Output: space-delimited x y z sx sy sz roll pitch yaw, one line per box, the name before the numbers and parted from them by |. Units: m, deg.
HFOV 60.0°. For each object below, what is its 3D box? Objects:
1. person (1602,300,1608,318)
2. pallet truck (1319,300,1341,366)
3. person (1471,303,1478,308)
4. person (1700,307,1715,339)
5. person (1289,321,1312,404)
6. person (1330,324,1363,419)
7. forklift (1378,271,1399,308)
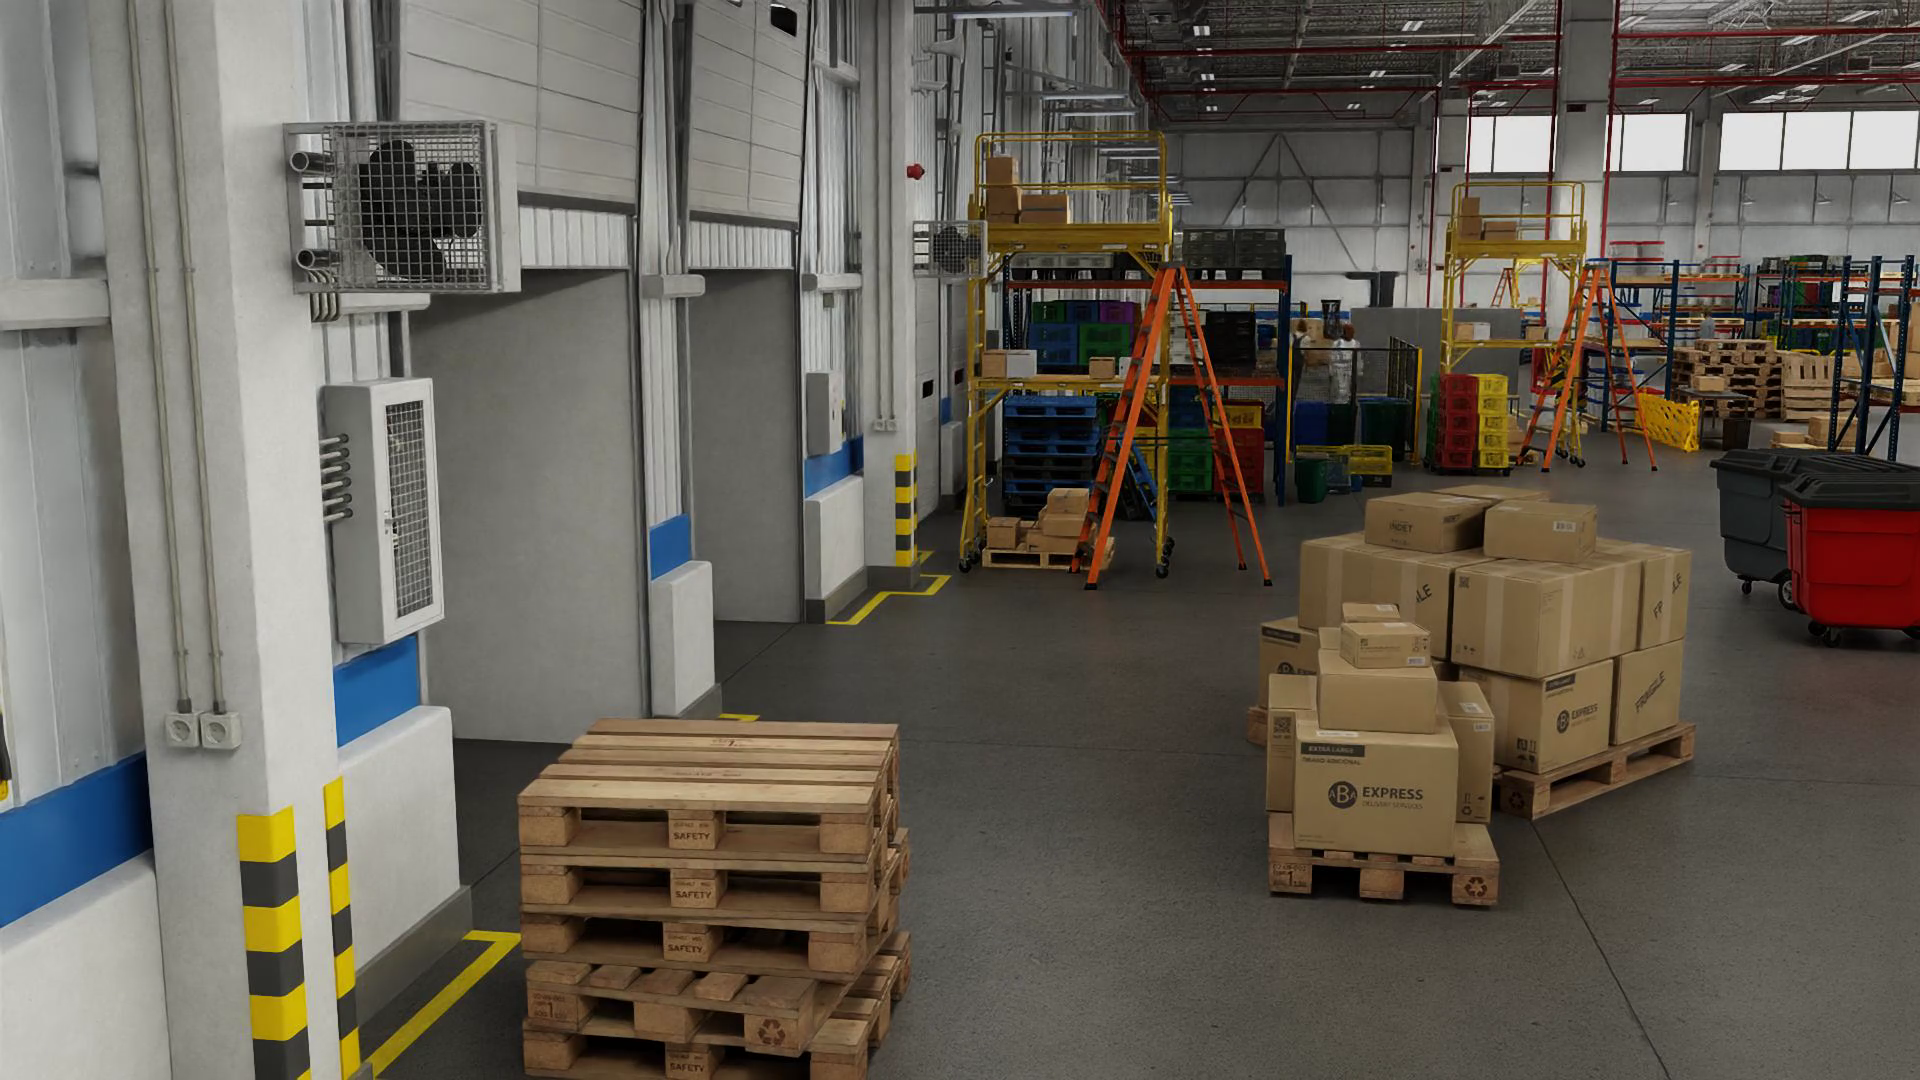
person | 21.760 -7.267 56.662 0.566 1.886 1.014 0 9 2
pallet truck | 11.159 -6.200 49.718 0.823 1.965 1.885 4 10 26
person | 15.273 -6.109 49.525 0.646 1.878 1.045 -3 10 -20
person | 18.710 -4.875 41.729 0.364 1.939 0.636 8 12 39
person | 7.001 -3.648 34.575 0.581 1.804 0.501 5 10 27
person | 7.365 -3.181 31.632 0.590 1.826 1.029 -3 10 -18
forklift | 10.763 -5.391 42.016 1.873 2.768 1.129 1 9 9
